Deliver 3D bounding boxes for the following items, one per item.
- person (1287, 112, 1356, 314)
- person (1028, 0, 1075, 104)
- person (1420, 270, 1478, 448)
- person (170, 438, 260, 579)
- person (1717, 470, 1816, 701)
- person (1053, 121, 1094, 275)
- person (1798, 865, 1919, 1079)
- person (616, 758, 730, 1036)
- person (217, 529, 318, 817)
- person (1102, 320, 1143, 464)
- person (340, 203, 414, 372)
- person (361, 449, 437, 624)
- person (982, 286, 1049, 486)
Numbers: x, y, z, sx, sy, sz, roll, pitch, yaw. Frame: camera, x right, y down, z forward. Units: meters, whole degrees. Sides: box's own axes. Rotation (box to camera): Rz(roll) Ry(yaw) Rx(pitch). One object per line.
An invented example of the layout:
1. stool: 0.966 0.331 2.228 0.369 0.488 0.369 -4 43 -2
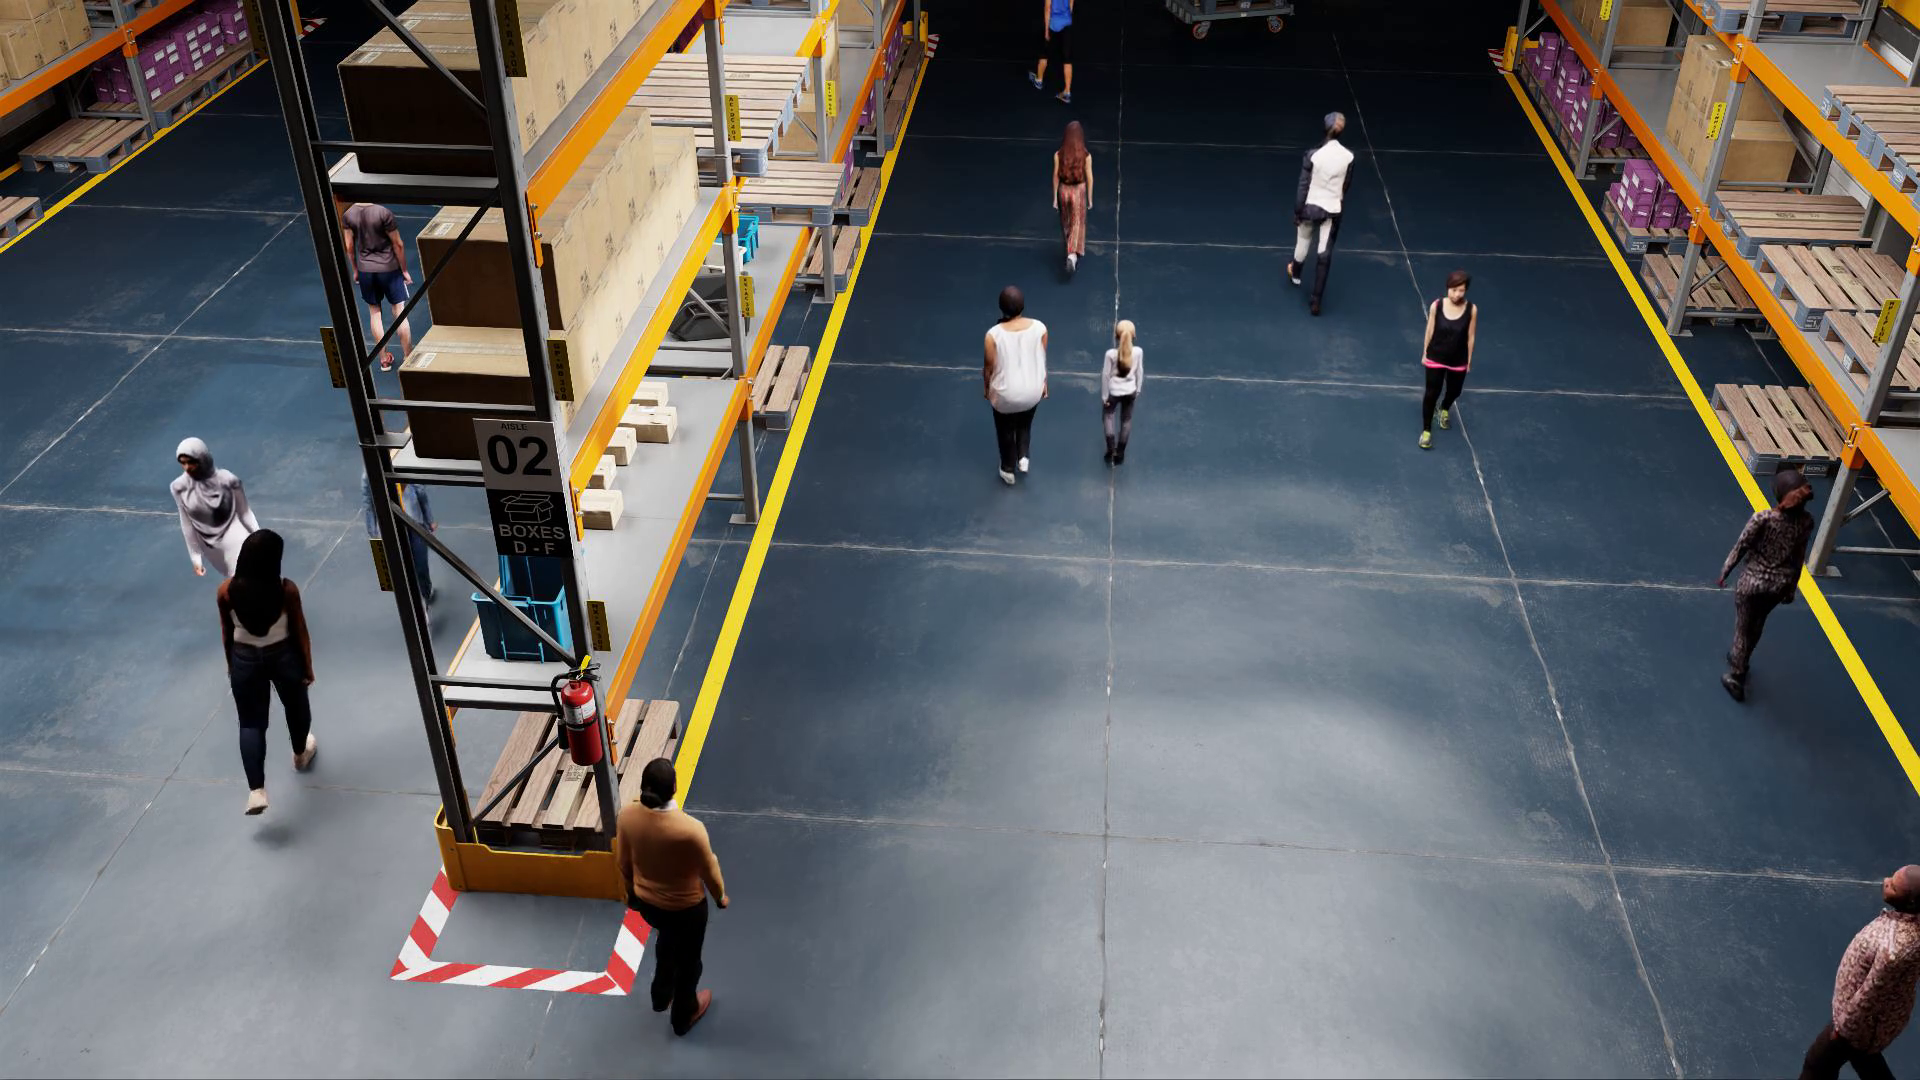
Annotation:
1. person: 3.451 -3.060 15.791 0.682 1.849 1.088 1 34 2
2. person: 1.282 -6.394 20.829 0.997 1.825 1.230 -15 36 -21
3. person: 4.058 -1.549 13.805 0.637 1.532 0.880 6 34 10
4. person: -4.911 0.026 11.257 0.628 1.728 1.112 1 34 1
5. person: 5.242 0.338 10.810 0.617 1.704 0.720 1 34 2
6. person: 1.108 -3.384 16.552 0.590 1.546 0.937 5 34 8
7. person: 4.372 2.248 7.860 1.026 1.790 1.085 -25 41 -33
8. person: -1.508 1.886 8.448 0.746 1.741 0.746 14 36 21
9. person: -4.173 0.831 10.010 0.896 1.768 1.194 -10 35 -14
10. person: 1.318 -1.171 13.472 0.524 1.270 0.580 -2 34 -4
11. person: -5.164 -2.385 14.774 0.679 1.851 0.576 -1 34 -2
12. person: -3.927 -0.143 11.765 0.729 1.448 1.035 -5 34 -8
13. person: 0.446 -1.179 13.115 0.742 1.679 0.736 -7 34 -10
